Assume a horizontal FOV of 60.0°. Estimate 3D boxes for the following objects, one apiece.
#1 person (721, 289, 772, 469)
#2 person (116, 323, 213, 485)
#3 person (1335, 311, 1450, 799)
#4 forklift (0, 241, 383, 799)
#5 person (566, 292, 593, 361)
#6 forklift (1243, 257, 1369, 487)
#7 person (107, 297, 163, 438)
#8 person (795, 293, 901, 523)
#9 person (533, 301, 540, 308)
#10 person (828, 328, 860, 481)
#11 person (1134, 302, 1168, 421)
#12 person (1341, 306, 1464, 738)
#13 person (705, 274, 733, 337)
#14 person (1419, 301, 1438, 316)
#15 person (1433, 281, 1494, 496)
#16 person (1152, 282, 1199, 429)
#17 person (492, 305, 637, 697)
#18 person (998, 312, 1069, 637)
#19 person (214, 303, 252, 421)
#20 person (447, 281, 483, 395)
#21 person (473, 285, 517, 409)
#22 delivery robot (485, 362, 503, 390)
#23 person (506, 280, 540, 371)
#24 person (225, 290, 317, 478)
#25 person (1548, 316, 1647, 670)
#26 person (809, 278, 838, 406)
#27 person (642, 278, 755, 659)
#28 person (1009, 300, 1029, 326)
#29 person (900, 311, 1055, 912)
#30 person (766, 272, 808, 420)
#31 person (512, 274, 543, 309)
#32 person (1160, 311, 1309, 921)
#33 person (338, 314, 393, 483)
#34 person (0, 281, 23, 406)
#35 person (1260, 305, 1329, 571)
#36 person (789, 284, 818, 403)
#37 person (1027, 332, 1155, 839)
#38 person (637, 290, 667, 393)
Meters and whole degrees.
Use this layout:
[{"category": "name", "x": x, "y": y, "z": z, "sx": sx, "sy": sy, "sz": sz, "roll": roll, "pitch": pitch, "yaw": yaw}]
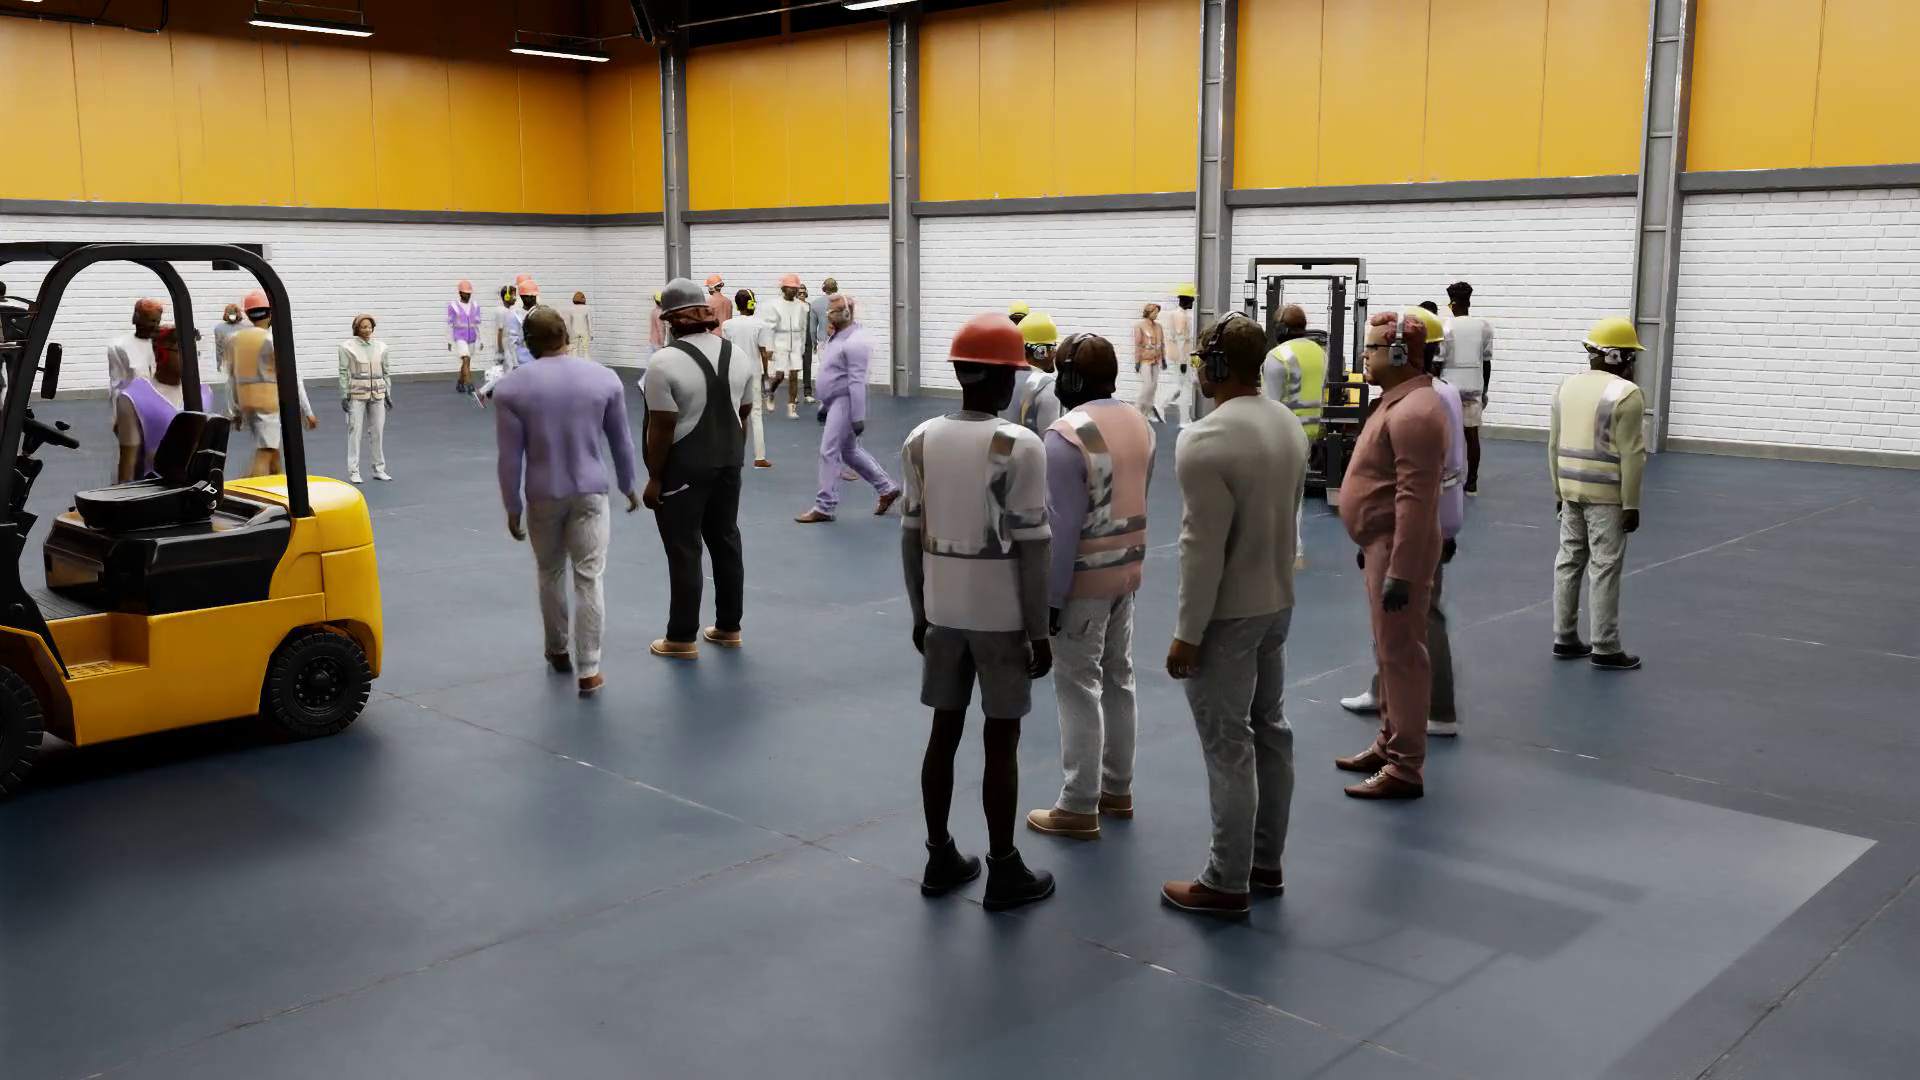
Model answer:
[{"category": "person", "x": -2.225, "y": -1.665, "z": 17.285, "sx": 0.520, "sy": 1.860, "sz": 0.335, "roll": 2, "pitch": 9, "yaw": 11}, {"category": "person", "x": -4.112, "y": -0.206, "z": 8.517, "sx": 0.802, "sy": 1.808, "sz": 0.612, "roll": 3, "pitch": 10, "yaw": 18}, {"category": "person", "x": 1.689, "y": 0.062, "z": 6.544, "sx": 0.400, "sy": 1.910, "sz": 0.643, "roll": 2, "pitch": 9, "yaw": 11}, {"category": "forklift", "x": -3.706, "y": -0.171, "z": 7.093, "sx": 1.214, "sy": 2.155, "sz": 2.313, "roll": 9, "pitch": 13, "yaw": 43}, {"category": "person", "x": -7.299, "y": -3.948, "z": 31.962, "sx": 0.502, "sy": 1.631, "sz": 0.285, "roll": 0, "pitch": 9, "yaw": 1}, {"category": "forklift", "x": 3.309, "y": -1.629, "z": 16.029, "sx": 1.214, "sy": 2.155, "sz": 2.313, "roll": 2, "pitch": 9, "yaw": 11}, {"category": "person", "x": -6.462, "y": -1.012, "z": 13.285, "sx": 0.591, "sy": 1.861, "sz": 0.759, "roll": -5, "pitch": 11, "yaw": -29}, {"category": "person", "x": -0.917, "y": -1.090, "z": 13.687, "sx": 0.889, "sy": 1.879, "sz": 0.636, "roll": -3, "pitch": 10, "yaw": -15}, {"category": "person", "x": -5.940, "y": -2.522, "z": 23.196, "sx": 0.515, "sy": 1.641, "sz": 0.315, "roll": -4, "pitch": 10, "yaw": -22}, {"category": "person", "x": -1.148, "y": -1.400, "z": 16.331, "sx": 0.283, "sy": 1.636, "sz": 0.500, "roll": -2, "pitch": 9, "yaw": -9}, {"category": "person", "x": 2.578, "y": -2.407, "z": 22.570, "sx": 0.515, "sy": 1.623, "sz": 0.359, "roll": -9, "pitch": 13, "yaw": -44}, {"category": "person", "x": 1.940, "y": -0.076, "z": 7.415, "sx": 0.723, "sy": 1.904, "sz": 0.589, "roll": 5, "pitch": 10, "yaw": 27}, {"category": "person", "x": -3.770, "y": -3.120, "z": 25.811, "sx": 0.407, "sy": 1.987, "sz": 0.615, "roll": 6, "pitch": 11, "yaw": 32}, {"category": "person", "x": 5.600, "y": -2.012, "z": 19.922, "sx": 0.536, "sy": 1.692, "sz": 0.319, "roll": -6, "pitch": 11, "yaw": -34}, {"category": "person", "x": 4.538, "y": -1.367, "z": 15.143, "sx": 0.602, "sy": 1.959, "sz": 0.371, "roll": -2, "pitch": 9, "yaw": -9}, {"category": "person", "x": 2.844, "y": -2.384, "z": 21.535, "sx": 0.561, "sy": 1.909, "sz": 0.614, "roll": 0, "pitch": 9, "yaw": 2}, {"category": "person", "x": -1.962, "y": -0.215, "z": 8.312, "sx": 0.680, "sy": 1.882, "sz": 0.955, "roll": -2, "pitch": 10, "yaw": -13}, {"category": "person", "x": 0.417, "y": -0.353, "z": 9.312, "sx": 0.404, "sy": 1.830, "sz": 0.602, "roll": -6, "pitch": 11, "yaw": -31}, {"category": "person", "x": -10.008, "y": -2.470, "z": 22.999, "sx": 0.515, "sy": 1.606, "sz": 0.757, "roll": -3, "pitch": 10, "yaw": -20}, {"category": "person", "x": -8.209, "y": -3.349, "z": 27.560, "sx": 0.548, "sy": 1.887, "sz": 0.993, "roll": -8, "pitch": 12, "yaw": -41}, {"category": "person", "x": -6.662, "y": -2.759, "z": 24.053, "sx": 0.714, "sy": 1.841, "sz": 0.535, "roll": -1, "pitch": 9, "yaw": -9}, {"category": "delivery robot", "x": -7.489, "y": -2.648, "z": 27.006, "sx": 0.477, "sy": 0.478, "sz": 0.707, "roll": -4, "pitch": 10, "yaw": -25}, {"category": "person", "x": -5.186, "y": -2.160, "z": 20.067, "sx": 0.373, "sy": 1.939, "sz": 0.545, "roll": 7, "pitch": 12, "yaw": 36}, {"category": "person", "x": -5.601, "y": -1.048, "z": 13.375, "sx": 0.634, "sy": 1.888, "sz": 0.804, "roll": 4, "pitch": 10, "yaw": 25}, {"category": "person", "x": 3.327, "y": -0.245, "z": 8.660, "sx": 0.404, "sy": 1.829, "sz": 0.591, "roll": -4, "pitch": 10, "yaw": -22}, {"category": "person", "x": -1.932, "y": -2.957, "z": 24.951, "sx": 0.636, "sy": 1.939, "sz": 0.358, "roll": 2, "pitch": 9, "yaw": 10}, {"category": "person", "x": -1.459, "y": -0.395, "z": 8.932, "sx": 0.535, "sy": 2.000, "sz": 0.674, "roll": 8, "pitch": 12, "yaw": 40}, {"category": "person", "x": 0.579, "y": -1.459, "z": 16.298, "sx": 0.525, "sy": 1.769, "sz": 0.308, "roll": -1, "pitch": 9, "yaw": -5}, {"category": "person", "x": 0.079, "y": 0.229, "z": 5.429, "sx": 0.551, "sy": 1.932, "sz": 0.378, "roll": 7, "pitch": 11, "yaw": 35}, {"category": "person", "x": -2.410, "y": -2.680, "z": 23.006, "sx": 0.627, "sy": 2.023, "sz": 0.663, "roll": -5, "pitch": 10, "yaw": -26}, {"category": "person", "x": -6.705, "y": -3.121, "z": 25.787, "sx": 0.375, "sy": 1.995, "sz": 0.609, "roll": 5, "pitch": 10, "yaw": 27}, {"category": "person", "x": 0.873, "y": 0.245, "z": 5.323, "sx": 0.376, "sy": 1.940, "sz": 0.629, "roll": 8, "pitch": 12, "yaw": 40}, {"category": "person", "x": -5.772, "y": -1.373, "z": 16.163, "sx": 0.523, "sy": 1.636, "sz": 0.310, "roll": -9, "pitch": 13, "yaw": -44}, {"category": "person", "x": -14.181, "y": -2.892, "z": 24.671, "sx": 0.611, "sy": 1.899, "sz": 0.735, "roll": -7, "pitch": 11, "yaw": -36}, {"category": "person", "x": 2.242, "y": -0.705, "z": 11.556, "sx": 0.652, "sy": 1.837, "sz": 0.504, "roll": -9, "pitch": 13, "yaw": -44}, {"category": "person", "x": -2.449, "y": -3.033, "z": 25.704, "sx": 0.520, "sy": 1.844, "sz": 0.330, "roll": -4, "pitch": 10, "yaw": -25}, {"category": "person", "x": 0.458, "y": 0.165, "z": 6.109, "sx": 0.429, "sy": 1.841, "sz": 0.633, "roll": 6, "pitch": 11, "yaw": 35}, {"category": "person", "x": -4.973, "y": -3.201, "z": 27.102, "sx": 0.617, "sy": 1.723, "sz": 0.587, "roll": -3, "pitch": 10, "yaw": -17}]
